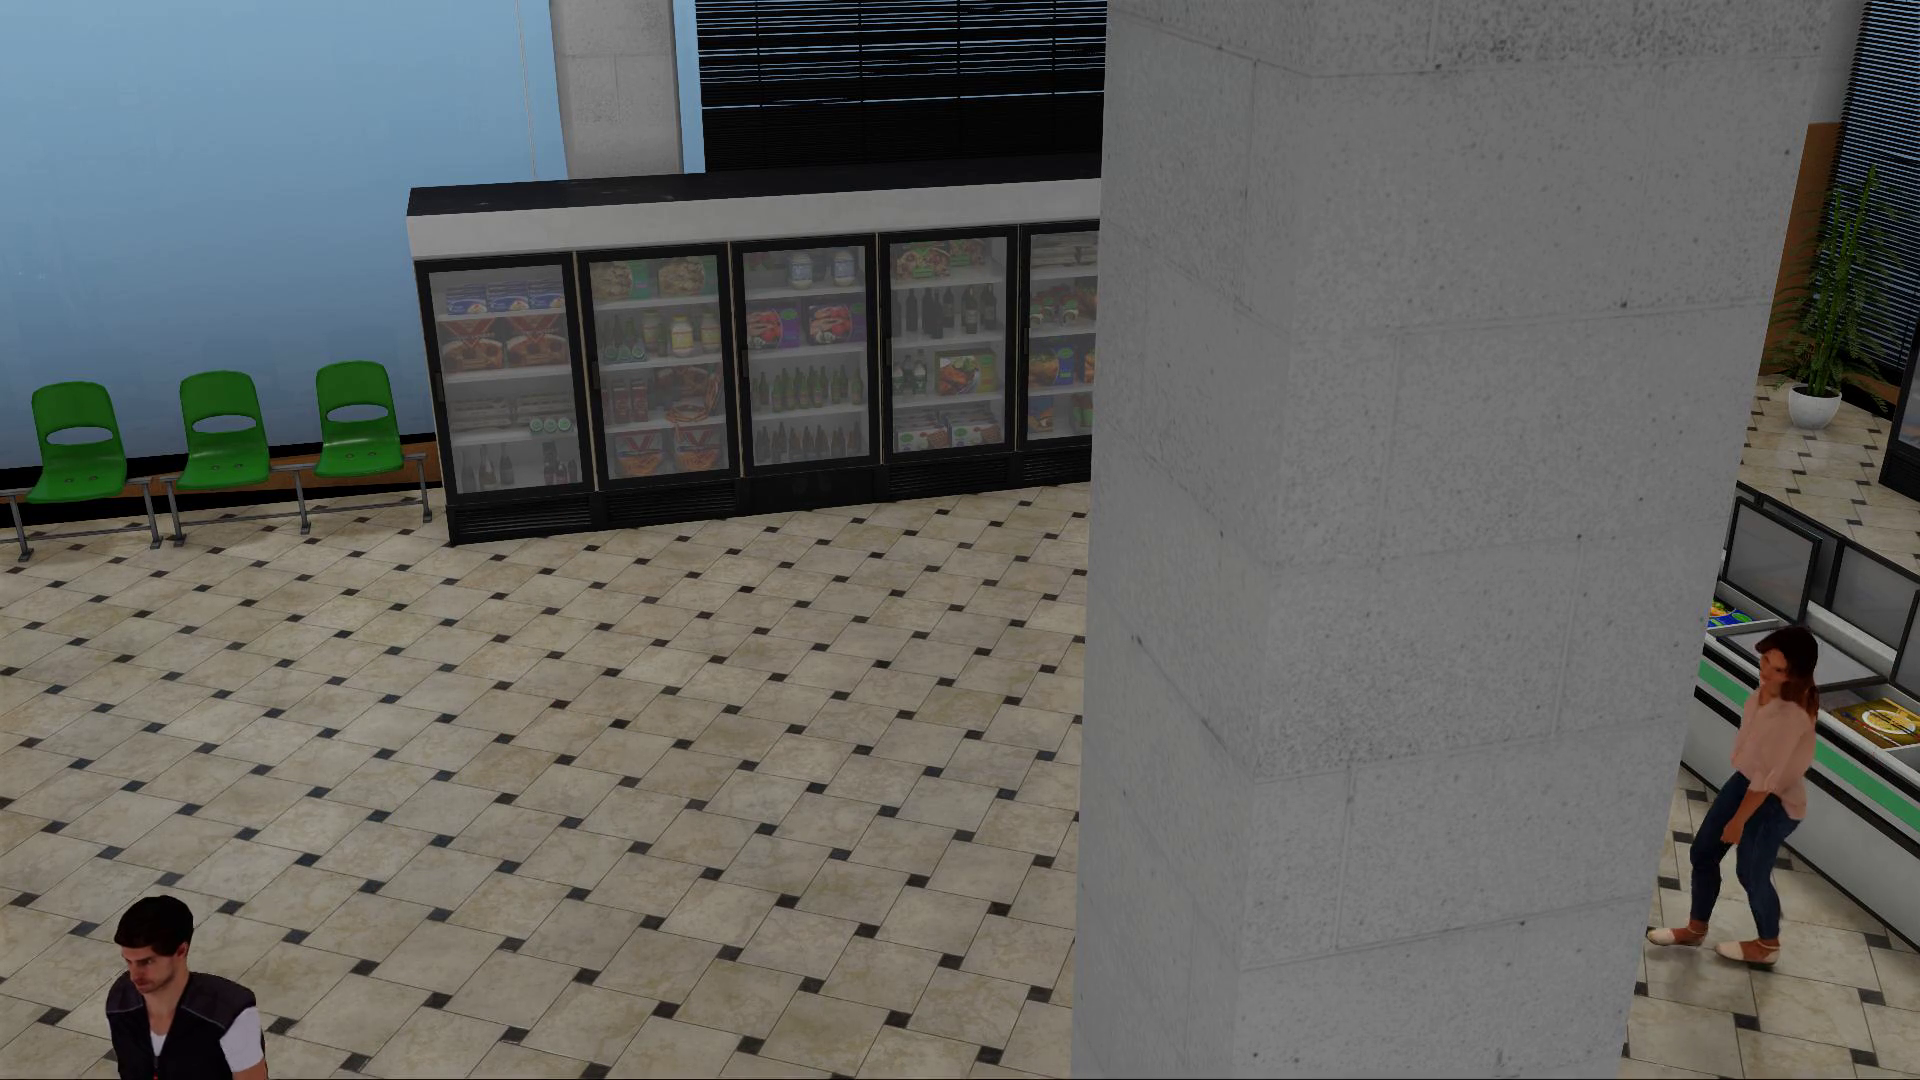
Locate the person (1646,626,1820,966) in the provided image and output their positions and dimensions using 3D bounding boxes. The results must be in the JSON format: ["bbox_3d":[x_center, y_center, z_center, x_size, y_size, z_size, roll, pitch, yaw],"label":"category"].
[{"bbox_3d":[3.401,1.097,6.940,0.885,1.728,0.845,8,25,18],"label":"person"}]

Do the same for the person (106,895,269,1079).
[{"bbox_3d":[-2.275,1.824,5.144,0.828,1.836,0.886,3,24,7],"label":"person"}]
